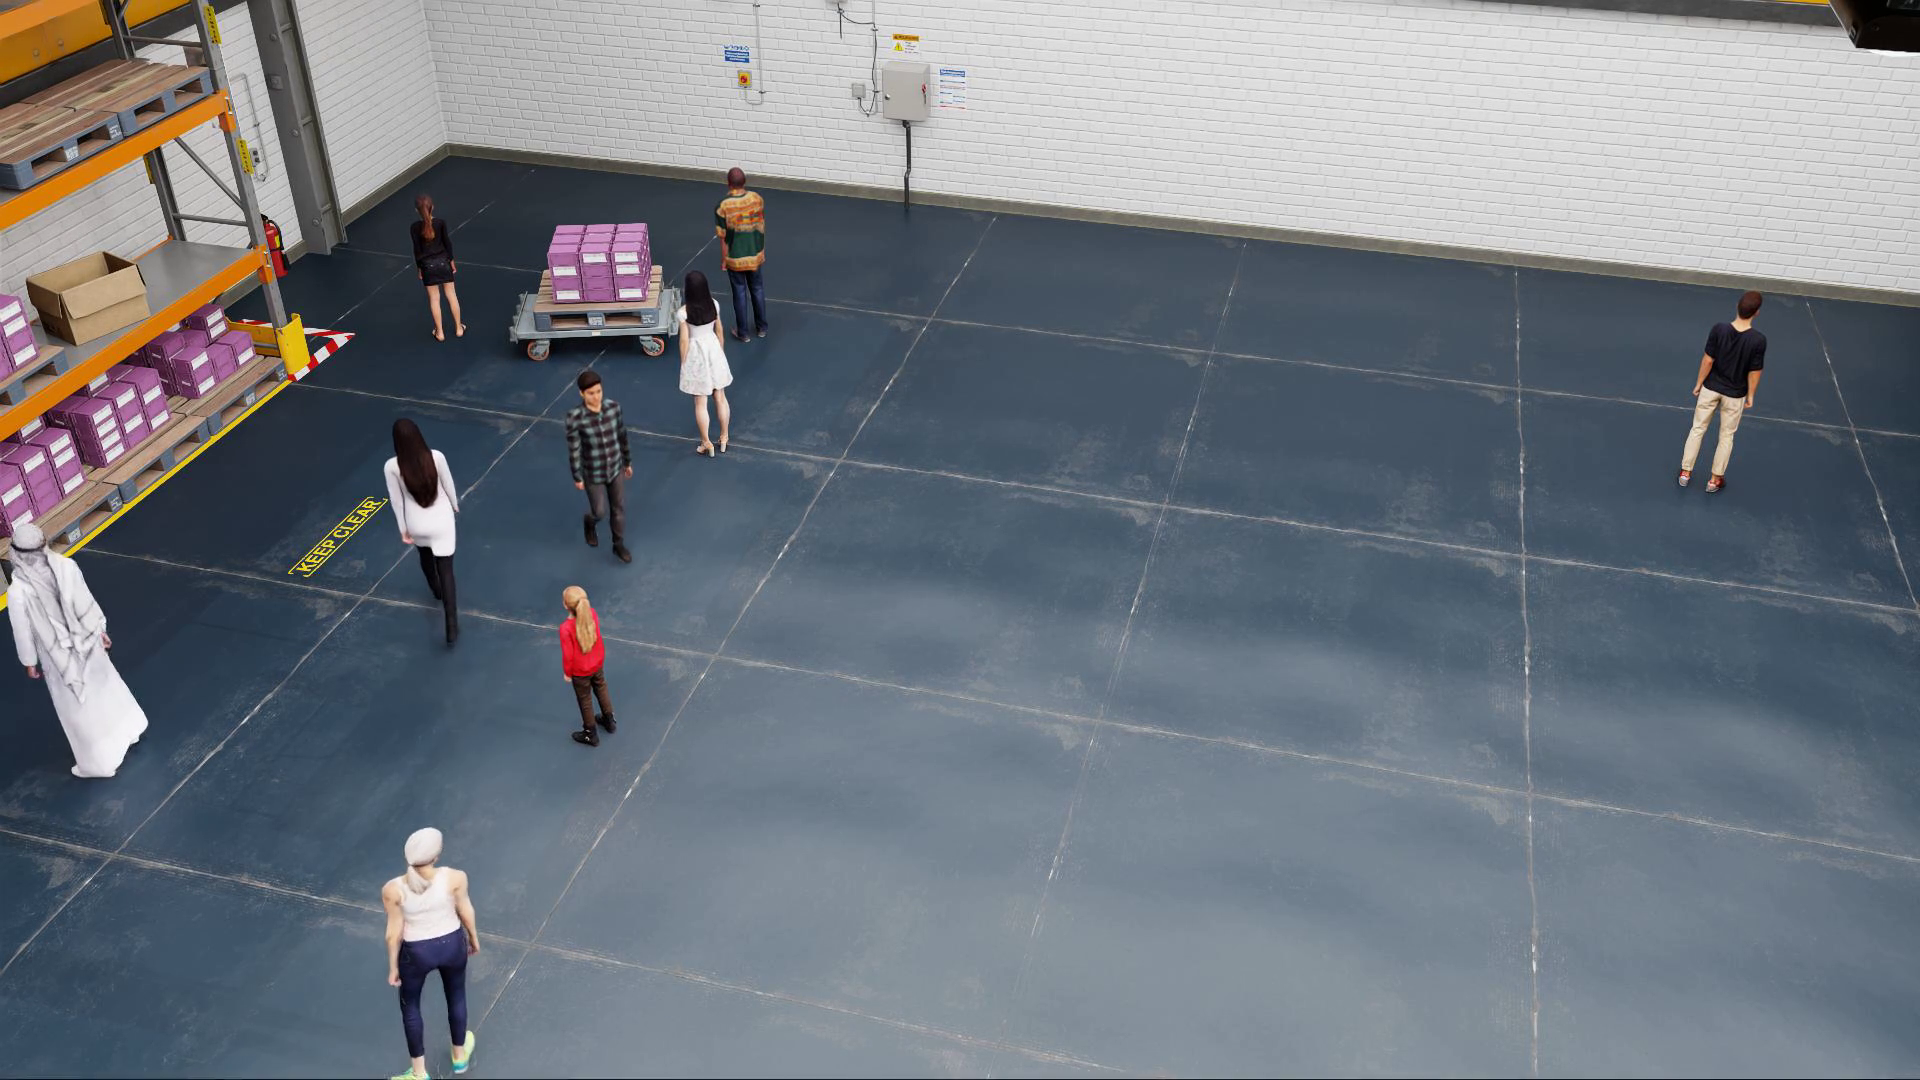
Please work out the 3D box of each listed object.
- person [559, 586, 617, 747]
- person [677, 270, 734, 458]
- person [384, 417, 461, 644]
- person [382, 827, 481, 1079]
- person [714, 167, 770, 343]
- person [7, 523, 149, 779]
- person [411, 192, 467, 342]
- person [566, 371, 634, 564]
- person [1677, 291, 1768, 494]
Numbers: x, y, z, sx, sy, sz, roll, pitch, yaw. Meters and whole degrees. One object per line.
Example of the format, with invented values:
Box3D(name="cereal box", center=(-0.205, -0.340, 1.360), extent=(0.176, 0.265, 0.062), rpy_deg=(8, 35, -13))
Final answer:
Box3D(name="person", center=(-2.599, 0.856, 11.516), extent=(0.619, 1.281, 0.515), rpy_deg=(21, 39, 29))
Box3D(name="person", center=(-2.262, -1.562, 14.708), extent=(0.771, 1.774, 0.834), rpy_deg=(-19, 38, -26))
Box3D(name="person", center=(-3.960, -0.051, 12.446), extent=(1.001, 1.761, 1.249), rpy_deg=(-8, 35, -12))
Box3D(name="person", center=(-2.873, 2.275, 9.017), extent=(0.917, 1.684, 0.936), rpy_deg=(-20, 38, -27))
Box3D(name="person", center=(-2.163, -2.855, 16.623), extent=(0.820, 1.807, 0.875), rpy_deg=(-16, 37, -23))
Box3D(name="person", center=(-5.914, 0.752, 11.099), extent=(0.923, 1.914, 0.753), rpy_deg=(11, 35, 16))
Box3D(name="person", center=(-5.266, -2.759, 16.709), extent=(0.645, 1.552, 0.700), rpy_deg=(-14, 36, -20))
Box3D(name="person", center=(-2.884, -0.617, 13.332), extent=(0.883, 1.704, 0.915), rpy_deg=(-23, 40, -30))
Box3D(name="person", center=(6.522, -1.268, 14.188), extent=(0.687, 1.859, 0.626), rpy_deg=(19, 38, 26))
